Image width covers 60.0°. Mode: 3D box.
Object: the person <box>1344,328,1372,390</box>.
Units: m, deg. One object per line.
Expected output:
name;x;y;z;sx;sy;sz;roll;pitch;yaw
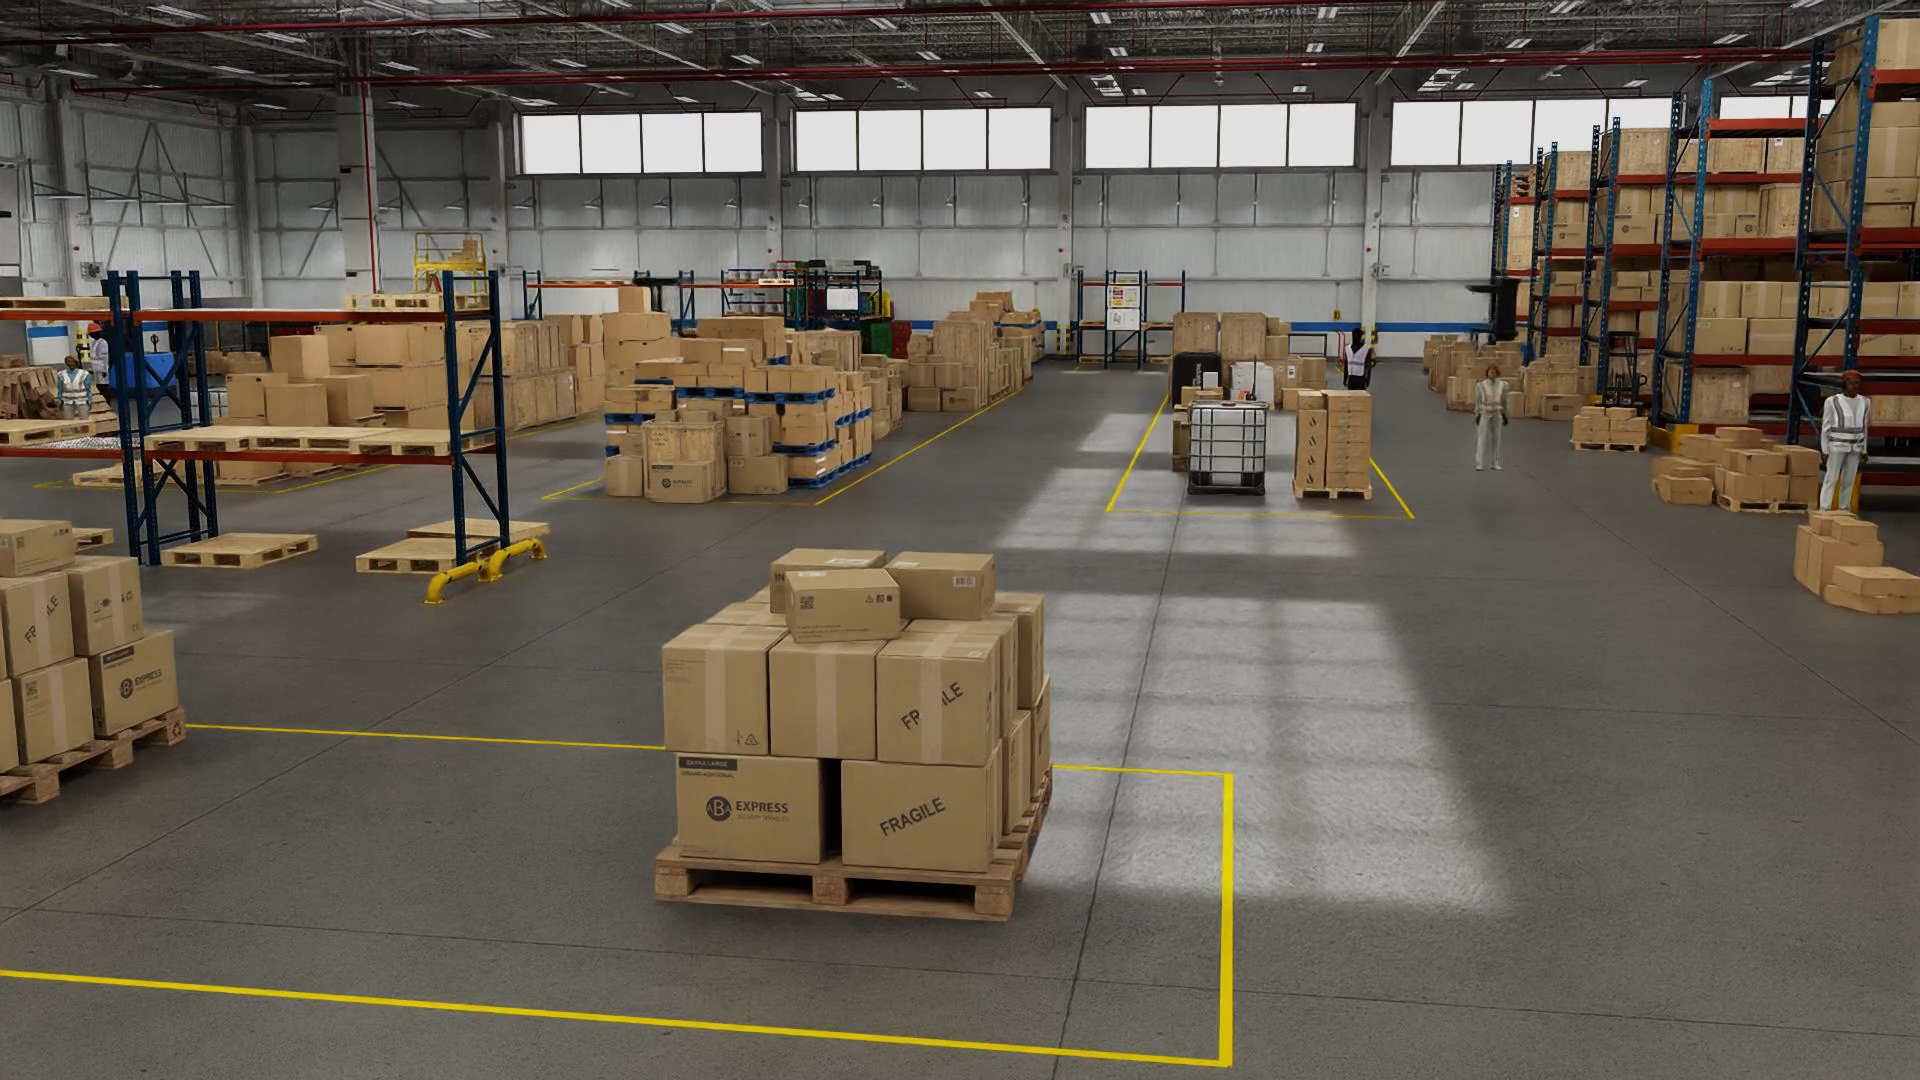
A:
person;7.796;-3.192;32.604;0.396;1.909;0.611;-8;12;-42

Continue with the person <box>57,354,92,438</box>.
person;-14.755;-2.273;27.744;0.513;1.642;0.313;-3;10;-15

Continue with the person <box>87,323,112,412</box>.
person;-18.184;-3.611;35.108;0.542;1.931;0.366;7;11;36

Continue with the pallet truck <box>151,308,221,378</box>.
pallet truck;-21.869;-5.598;47.154;0.823;1.965;1.885;4;10;26

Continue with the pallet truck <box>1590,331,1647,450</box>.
pallet truck;11.253;-2.573;28.499;0.823;1.965;1.885;5;10;27

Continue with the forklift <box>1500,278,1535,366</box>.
forklift;14.619;-5.585;44.361;1.873;2.768;1.129;1;9;9

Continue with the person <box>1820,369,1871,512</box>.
person;10.367;-1.056;19.489;0.584;1.882;0.337;-1;9;-8

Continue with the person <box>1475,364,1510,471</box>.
person;8.060;-1.848;25.198;0.514;1.615;0.504;1;9;7

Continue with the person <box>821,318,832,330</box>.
person;-3.181;-4.438;40.416;0.629;1.879;1.015;-7;12;-37

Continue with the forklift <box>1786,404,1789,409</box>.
forklift;18.620;-4.318;36.546;1.129;2.768;1.873;1;9;9

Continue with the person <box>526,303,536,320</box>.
person;-14.418;-6.998;55.978;0.359;1.936;0.632;-2;9;-10

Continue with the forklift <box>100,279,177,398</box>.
forklift;-19.606;-4.720;39.027;1.873;2.768;1.129;1;9;9

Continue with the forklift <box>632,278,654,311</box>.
forklift;-8.604;-5.745;45.343;1.873;2.768;1.129;0;9;2
